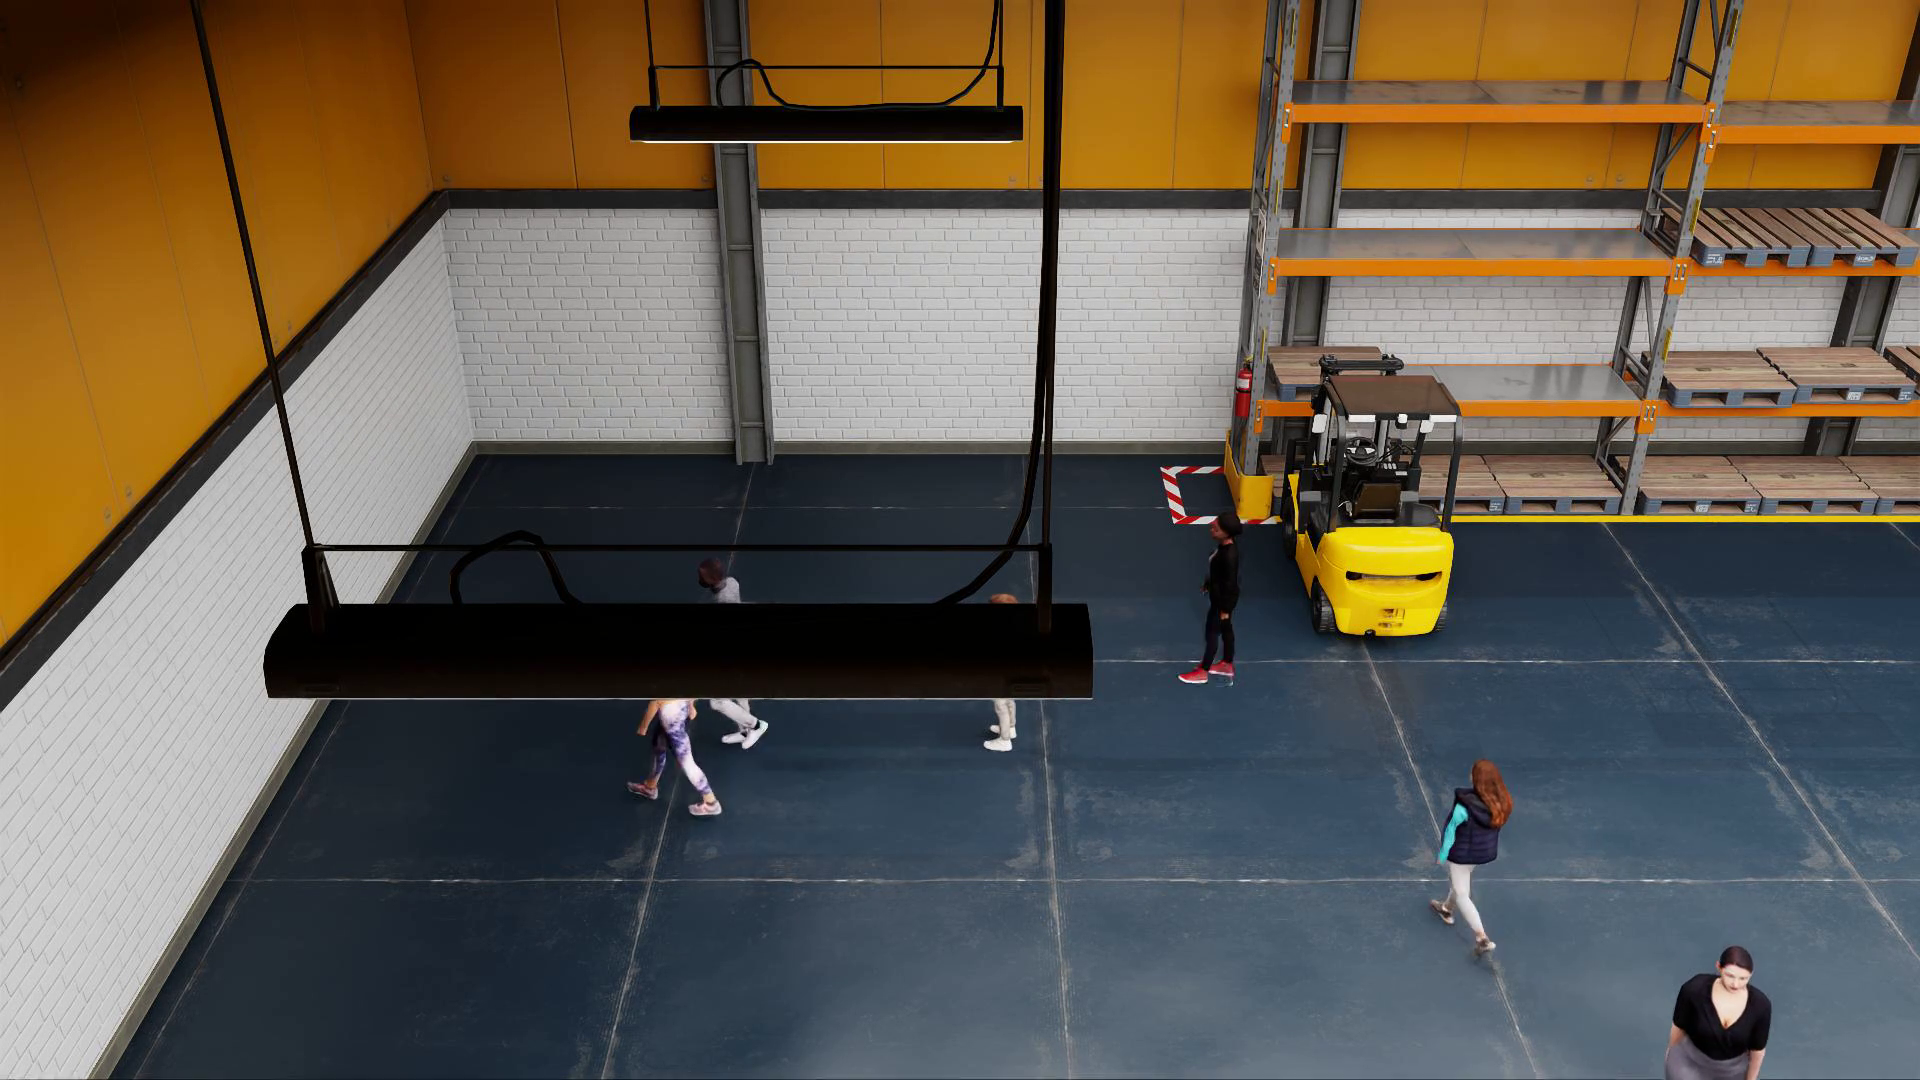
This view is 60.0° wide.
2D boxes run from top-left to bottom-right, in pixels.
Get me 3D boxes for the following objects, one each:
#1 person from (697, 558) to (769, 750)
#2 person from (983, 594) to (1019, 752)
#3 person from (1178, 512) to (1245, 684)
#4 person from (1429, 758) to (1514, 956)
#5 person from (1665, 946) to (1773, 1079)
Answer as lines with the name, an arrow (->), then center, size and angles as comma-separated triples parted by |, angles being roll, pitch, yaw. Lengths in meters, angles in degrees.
person -> -1.777, 0.943, 13.364 | 0.715, 1.820, 0.804 | 0, 29, 1
person -> 0.352, 1.066, 13.560 | 0.551, 1.416, 0.572 | 9, 30, 16
person -> 2.310, 0.493, 14.347 | 0.740, 1.667, 0.670 | 4, 29, 7
person -> 3.545, 2.188, 11.441 | 0.960, 1.474, 0.877 | -13, 31, -23
person -> 4.359, 3.001, 9.682 | 1.084, 1.731, 0.938 | 9, 30, 15
